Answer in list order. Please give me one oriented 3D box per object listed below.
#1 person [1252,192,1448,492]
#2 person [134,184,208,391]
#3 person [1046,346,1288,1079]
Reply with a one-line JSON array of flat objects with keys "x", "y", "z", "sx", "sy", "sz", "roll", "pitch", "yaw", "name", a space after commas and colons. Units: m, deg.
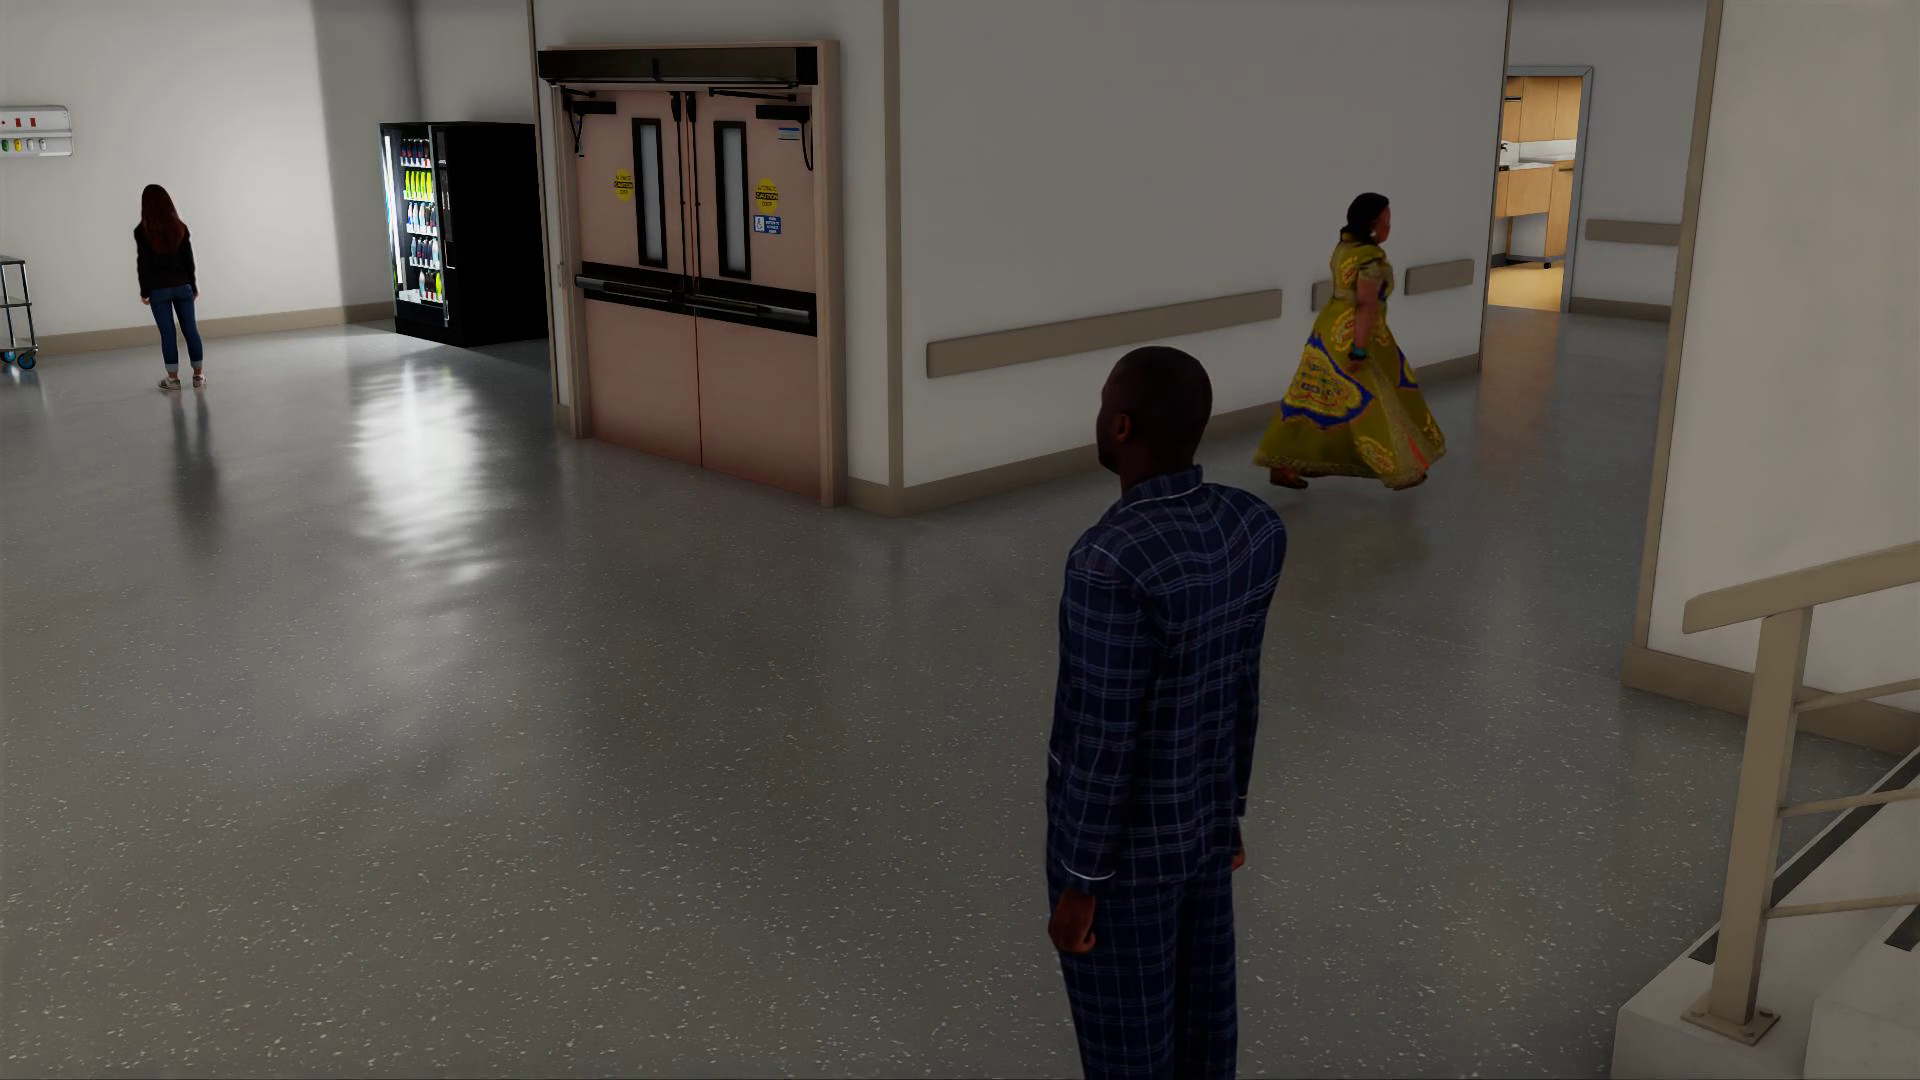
[{"x": 2.017, "y": -1.013, "z": 8.955, "sx": 1.255, "sy": 1.611, "sz": 1.388, "roll": -4, "pitch": 16, "yaw": -15, "name": "person"}, {"x": -5.783, "y": -1.854, "z": 12.176, "sx": 0.562, "sy": 1.483, "sz": 0.493, "roll": -14, "pitch": 21, "yaw": -41, "name": "person"}, {"x": 0.348, "y": 0.543, "z": 3.047, "sx": 0.659, "sy": 1.823, "sz": 0.574, "roll": -14, "pitch": 21, "yaw": -41, "name": "person"}]
